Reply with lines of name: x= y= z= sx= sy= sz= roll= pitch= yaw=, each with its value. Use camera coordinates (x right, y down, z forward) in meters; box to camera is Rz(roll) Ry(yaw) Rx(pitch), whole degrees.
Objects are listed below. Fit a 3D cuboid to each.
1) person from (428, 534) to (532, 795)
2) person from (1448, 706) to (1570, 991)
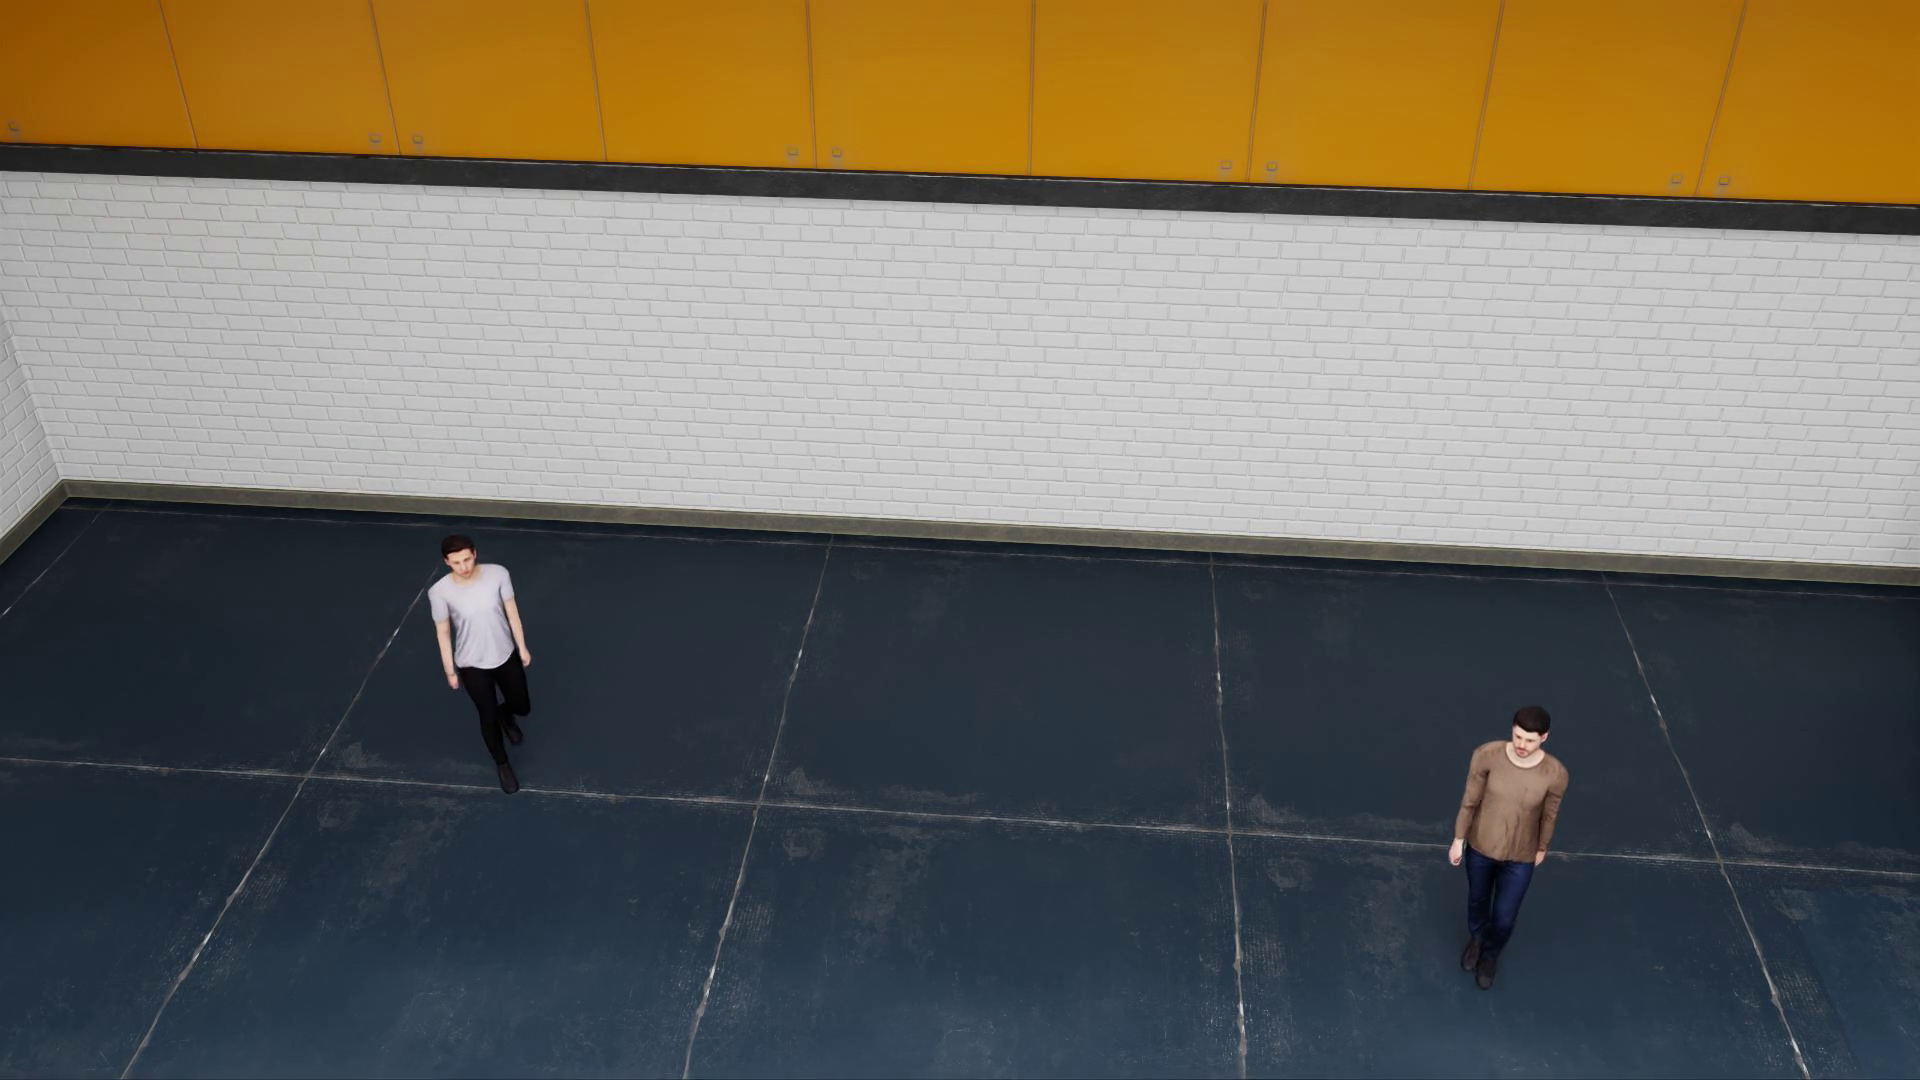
person: x=-2.993 y=0.709 z=10.487 sx=0.926 sy=1.854 sz=1.011 roll=-17 pitch=37 yaw=-23
person: x=2.993 y=1.610 z=9.115 sx=0.759 sy=1.873 sz=0.771 roll=18 pitch=38 yaw=25
